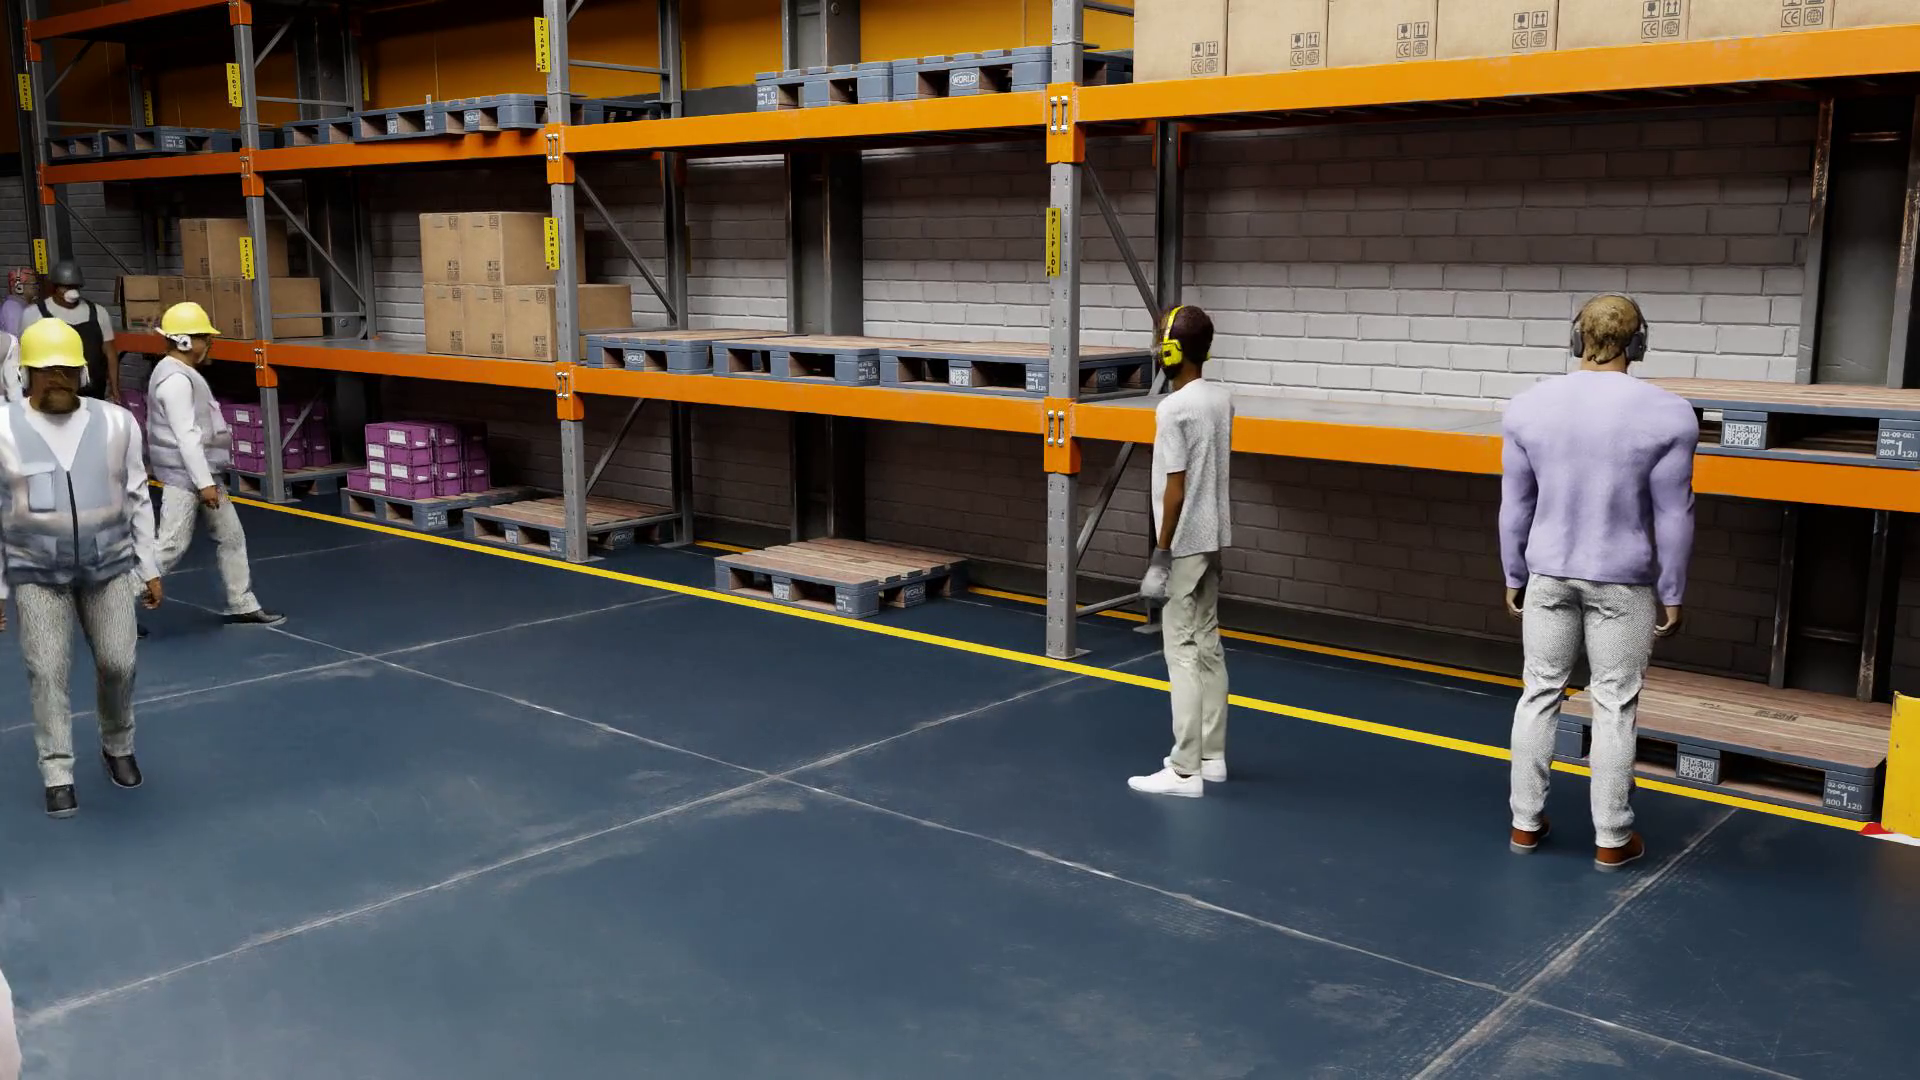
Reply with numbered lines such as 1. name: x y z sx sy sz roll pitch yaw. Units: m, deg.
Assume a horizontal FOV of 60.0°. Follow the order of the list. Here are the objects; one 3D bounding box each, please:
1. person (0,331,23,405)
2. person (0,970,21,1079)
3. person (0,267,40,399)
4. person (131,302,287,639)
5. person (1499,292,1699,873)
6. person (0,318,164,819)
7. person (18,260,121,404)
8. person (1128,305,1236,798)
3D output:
1. person: -6.263 -0.701 10.555 0.489 1.868 0.599 10 14 44
2. person: -0.862 0.914 1.320 0.664 1.888 0.650 -3 11 -19
3. person: -8.110 -1.414 14.513 0.402 1.906 0.651 -5 11 -27
4. person: -4.169 -0.363 8.859 0.879 1.798 0.590 -3 10 -15
5. person: 2.116 0.142 5.586 0.630 1.931 0.356 7 12 34
6. person: -3.308 0.091 6.178 0.606 1.830 0.426 -7 12 -36
7. person: -7.257 -1.327 13.635 1.019 2.000 0.686 9 14 42
8. person: 0.847 0.049 6.301 0.319 1.867 0.558 7 12 35
